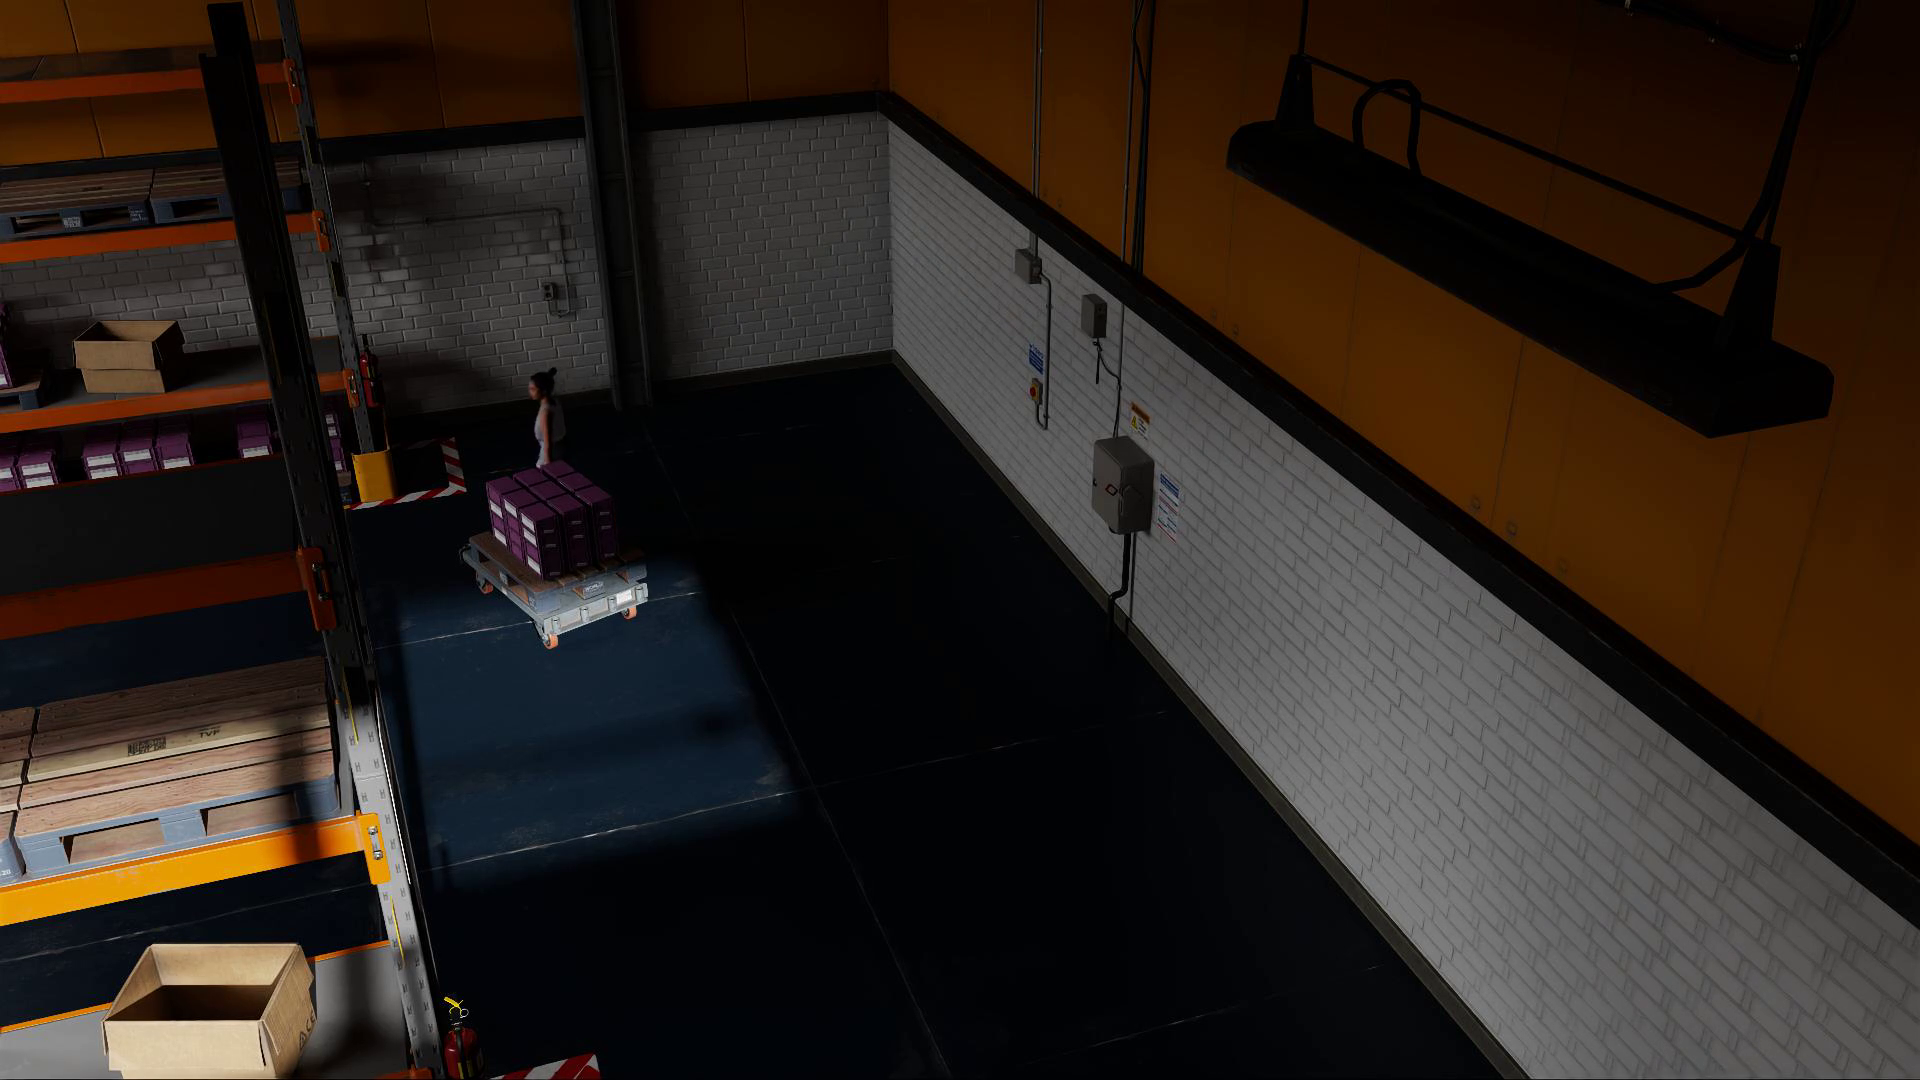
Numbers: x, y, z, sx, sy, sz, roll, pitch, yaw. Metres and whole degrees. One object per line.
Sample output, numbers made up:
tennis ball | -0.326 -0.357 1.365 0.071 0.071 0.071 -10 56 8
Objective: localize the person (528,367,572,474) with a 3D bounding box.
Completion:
person | -3.554 -0.767 14.841 0.762 1.627 0.692 1 29 1
